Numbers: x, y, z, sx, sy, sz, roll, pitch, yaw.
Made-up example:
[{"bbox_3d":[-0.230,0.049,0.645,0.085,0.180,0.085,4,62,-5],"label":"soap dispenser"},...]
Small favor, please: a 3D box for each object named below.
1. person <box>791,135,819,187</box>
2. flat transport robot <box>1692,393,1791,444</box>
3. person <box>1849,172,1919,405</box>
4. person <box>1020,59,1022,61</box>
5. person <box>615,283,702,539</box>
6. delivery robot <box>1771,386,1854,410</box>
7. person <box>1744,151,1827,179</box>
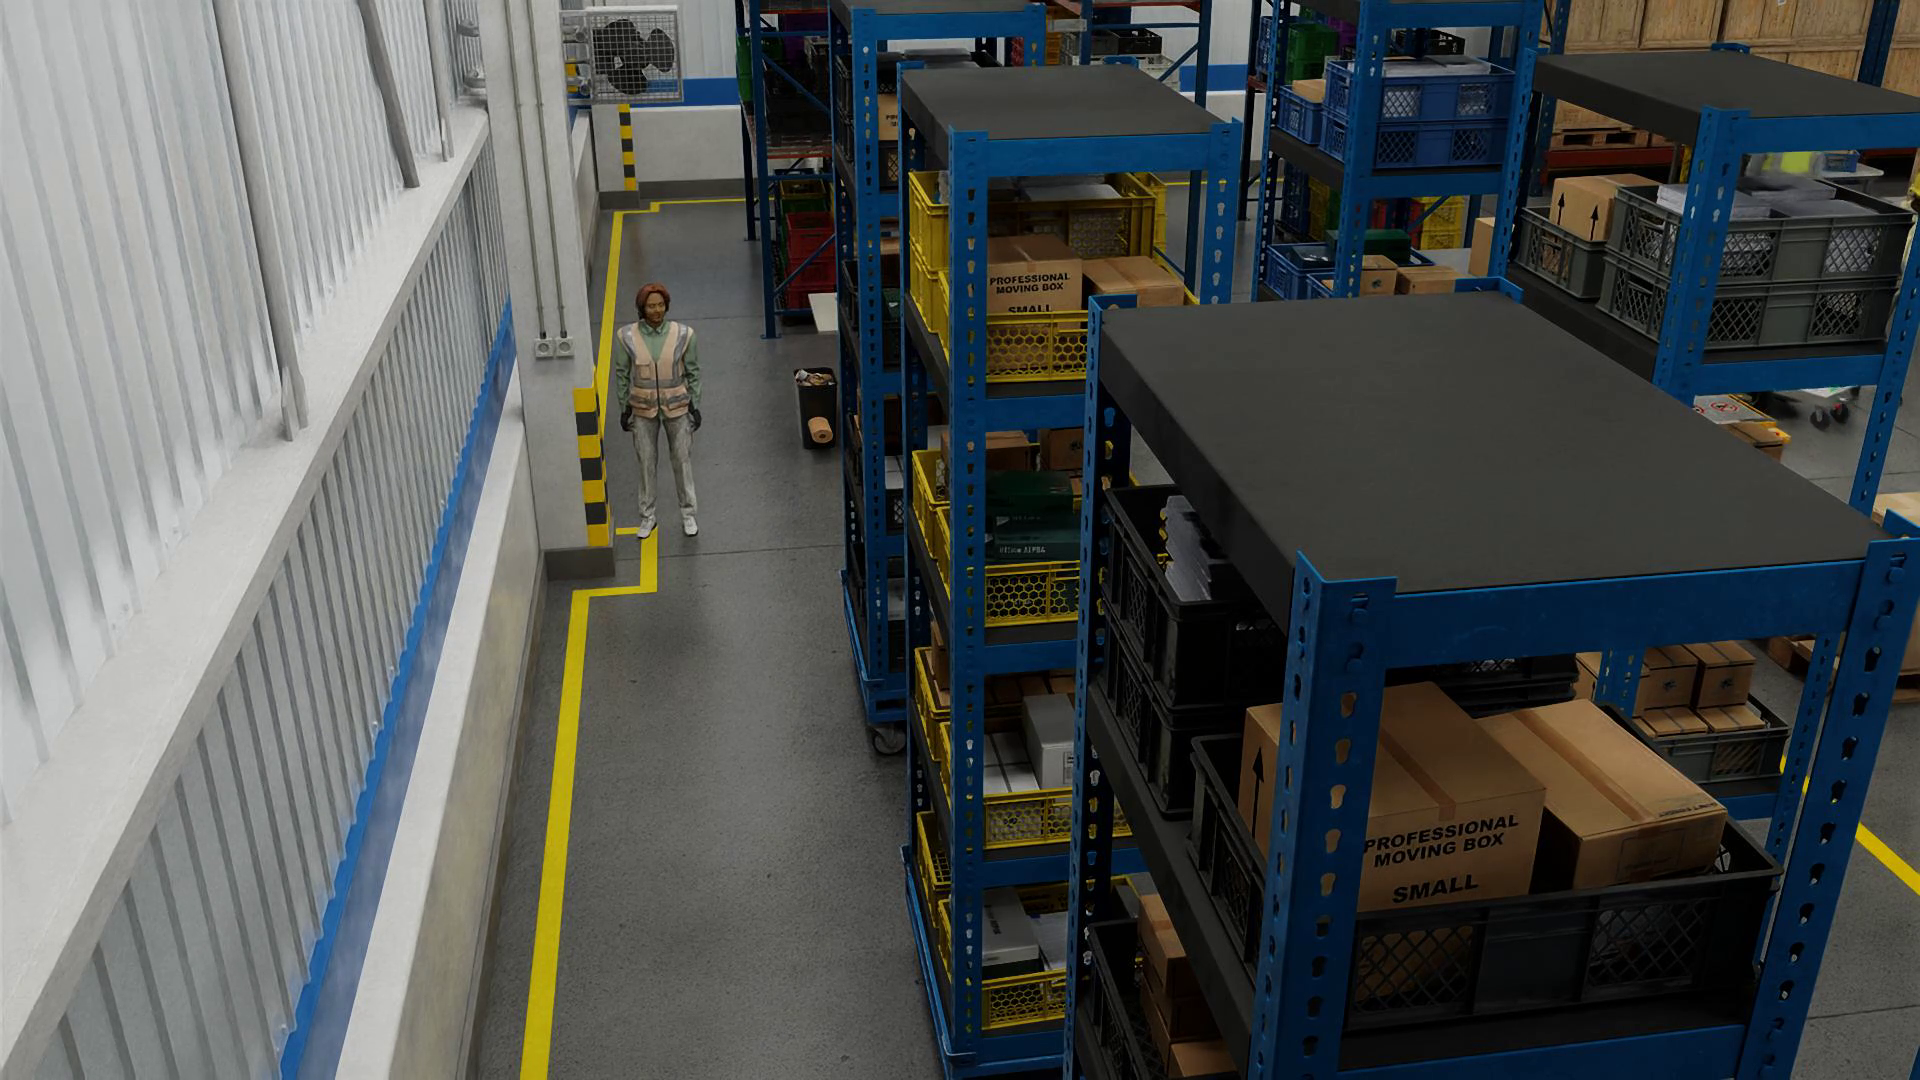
[{"bbox_3d":[-1.750,-4.822,18.849,0.575,1.876,0.340,18,30,33],"label":"person"},{"bbox_3d":[5.224,-0.859,12.132,1.431,0.197,0.652,-4,25,-8],"label":"flat transport robot"},{"bbox_3d":[7.142,-1.923,12.603,0.588,1.823,0.403,10,27,21],"label":"person"},{"bbox_3d":[0.697,-4.417,17.887,0.353,1.937,0.635,-7,26,-15],"label":"person"},{"bbox_3d":[-1.868,-0.805,10.380,0.522,1.645,0.305,-3,25,-6],"label":"person"},{"bbox_3d":[6.339,-1.238,12.512,0.477,0.478,0.707,-16,29,-31],"label":"delivery robot"},{"bbox_3d":[7.587,-3.220,15.474,0.637,1.781,0.987,-1,25,-1],"label":"person"}]
